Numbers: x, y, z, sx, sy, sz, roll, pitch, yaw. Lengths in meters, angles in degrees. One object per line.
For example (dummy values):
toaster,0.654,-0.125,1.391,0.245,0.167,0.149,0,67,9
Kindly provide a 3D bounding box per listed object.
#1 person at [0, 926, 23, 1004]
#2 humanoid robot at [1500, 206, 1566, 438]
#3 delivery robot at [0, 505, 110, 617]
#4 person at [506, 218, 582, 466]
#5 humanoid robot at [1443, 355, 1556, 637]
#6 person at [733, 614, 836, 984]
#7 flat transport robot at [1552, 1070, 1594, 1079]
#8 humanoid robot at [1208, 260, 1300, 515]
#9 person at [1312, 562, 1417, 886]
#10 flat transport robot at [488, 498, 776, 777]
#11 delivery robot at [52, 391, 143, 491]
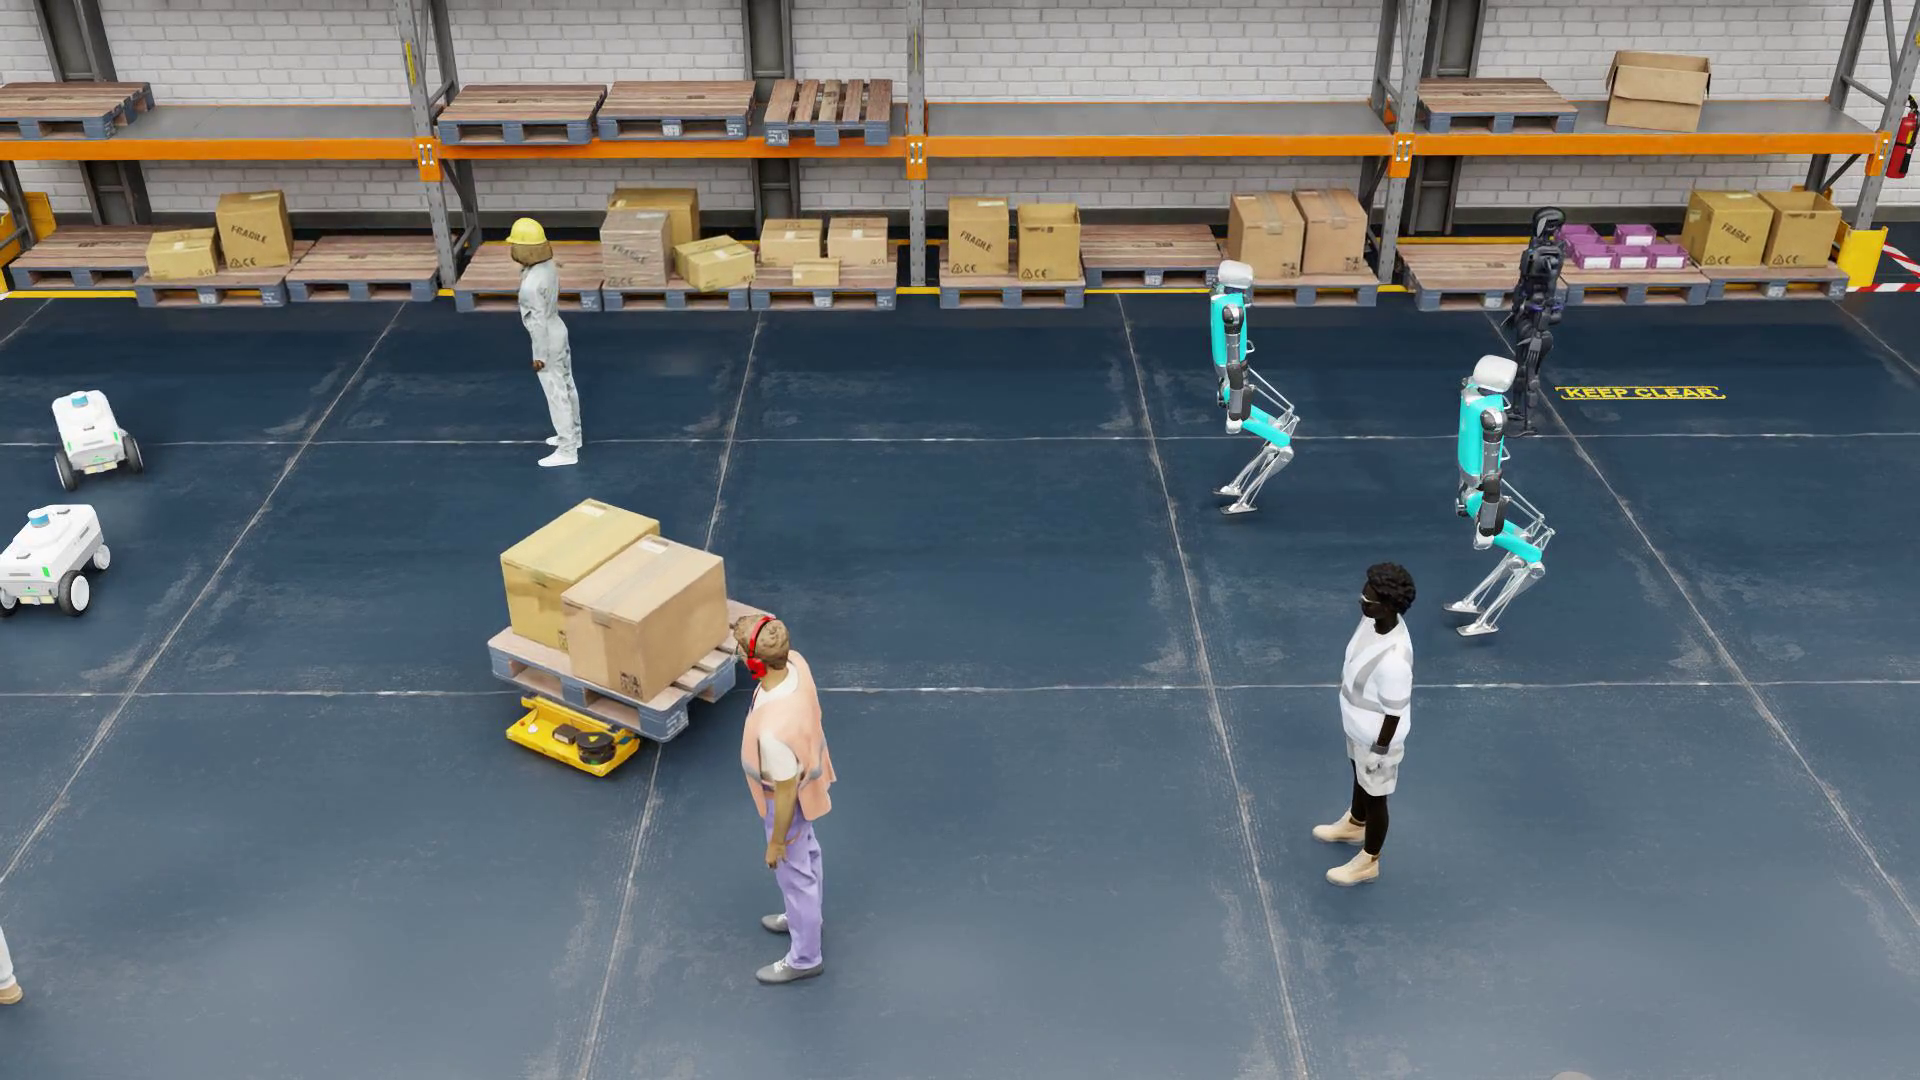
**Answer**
person,-4.242,1.316,6.697,0.431,1.841,0.623,1,31,2
humanoid robot,3.978,-1.517,11.555,0.315,1.657,0.599,0,31,-1
delivery robot,-5.450,0.084,9.965,0.499,0.566,0.739,0,31,-1
person,-2.797,-1.327,11.188,0.309,1.744,0.485,1,31,2
humanoid robot,3.056,-0.226,9.235,0.735,1.675,0.533,0,31,-1
person,-0.728,1.106,7.044,0.396,1.840,0.563,1,31,2
flat transport robot,2.678,2.582,6.113,0.659,0.231,1.431,0,31,-1
humanoid robot,1.879,-0.945,10.428,0.735,1.677,0.533,0,31,-1
person,1.883,0.842,7.621,0.322,1.696,0.534,1,31,2
flat transport robot,-1.757,0.758,9.150,0.659,0.231,1.431,17,35,26
delivery robot,-5.915,-0.699,11.315,0.499,0.614,0.786,-18,35,-27
